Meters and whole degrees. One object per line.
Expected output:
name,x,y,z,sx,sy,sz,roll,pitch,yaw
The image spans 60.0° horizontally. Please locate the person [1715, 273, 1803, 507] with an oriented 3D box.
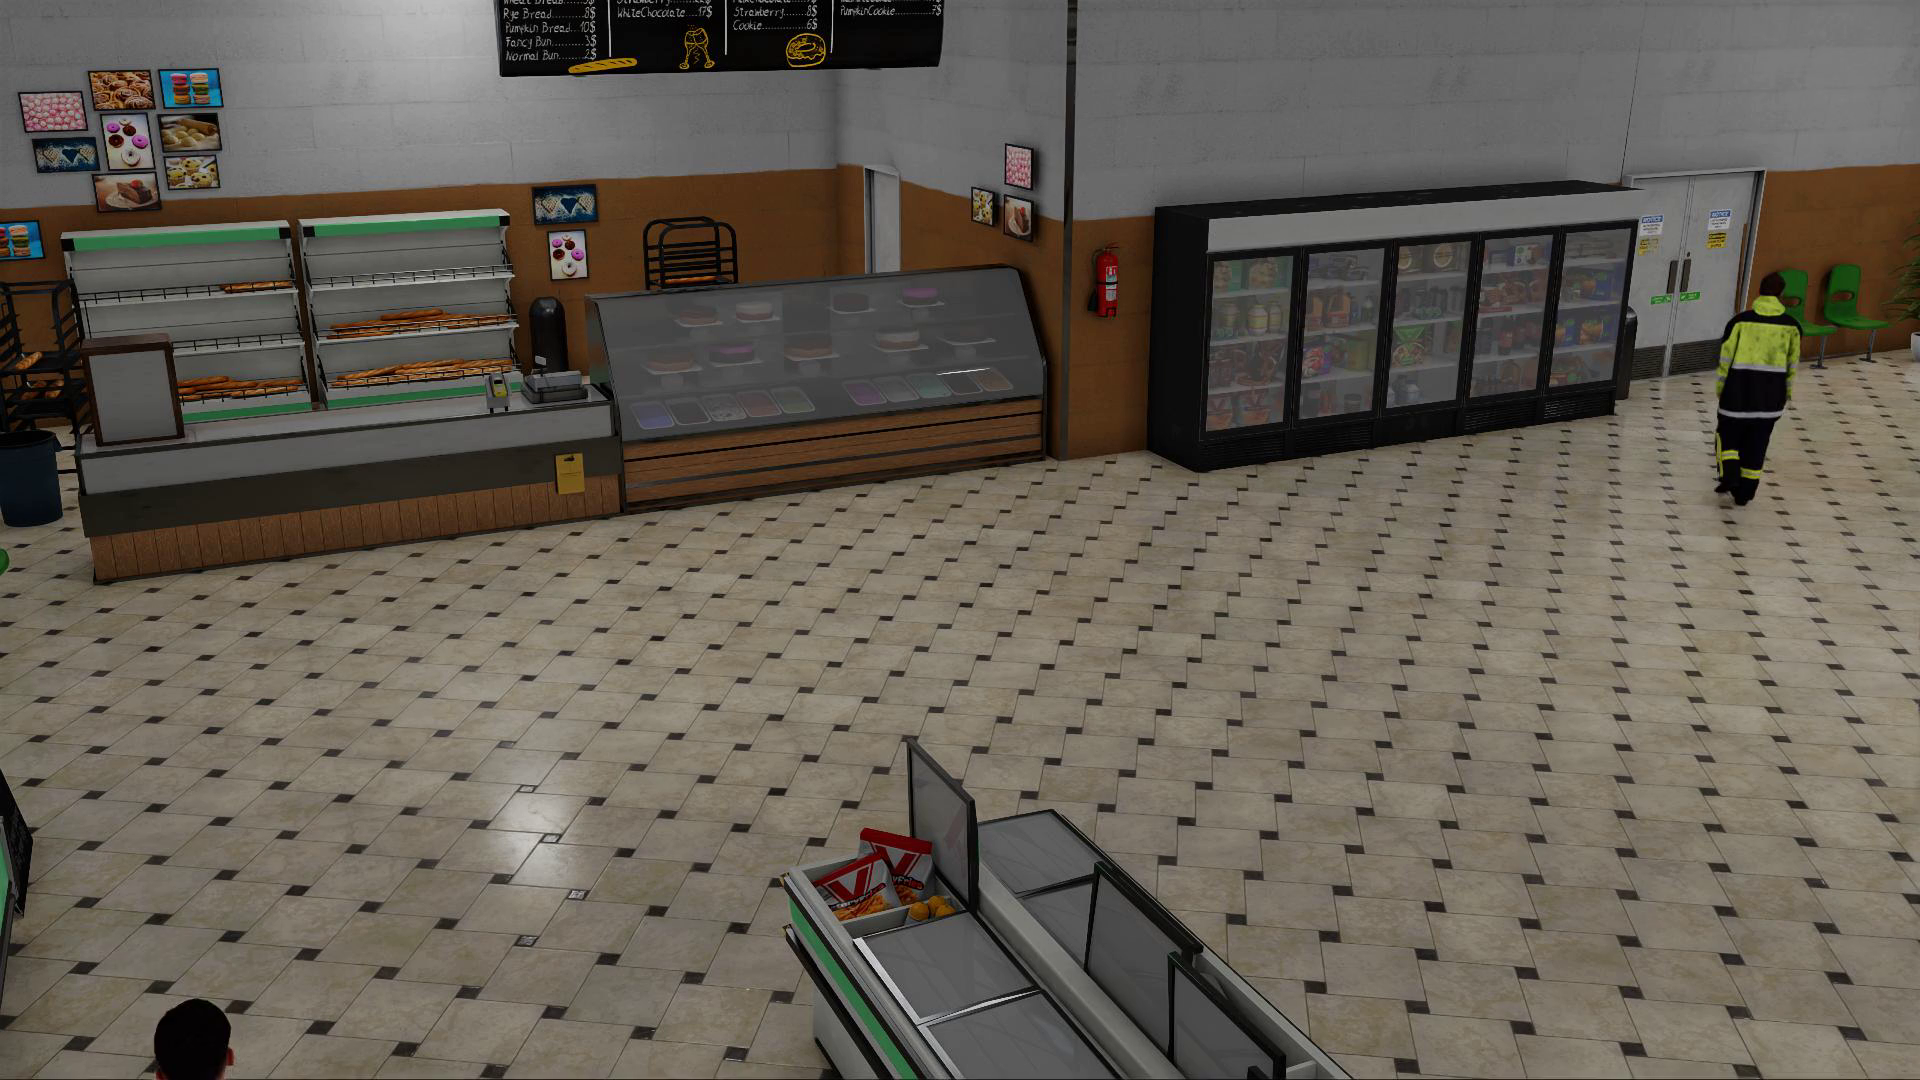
person,6.675,-1.245,13.986,0.916,1.969,0.965,6,19,16
